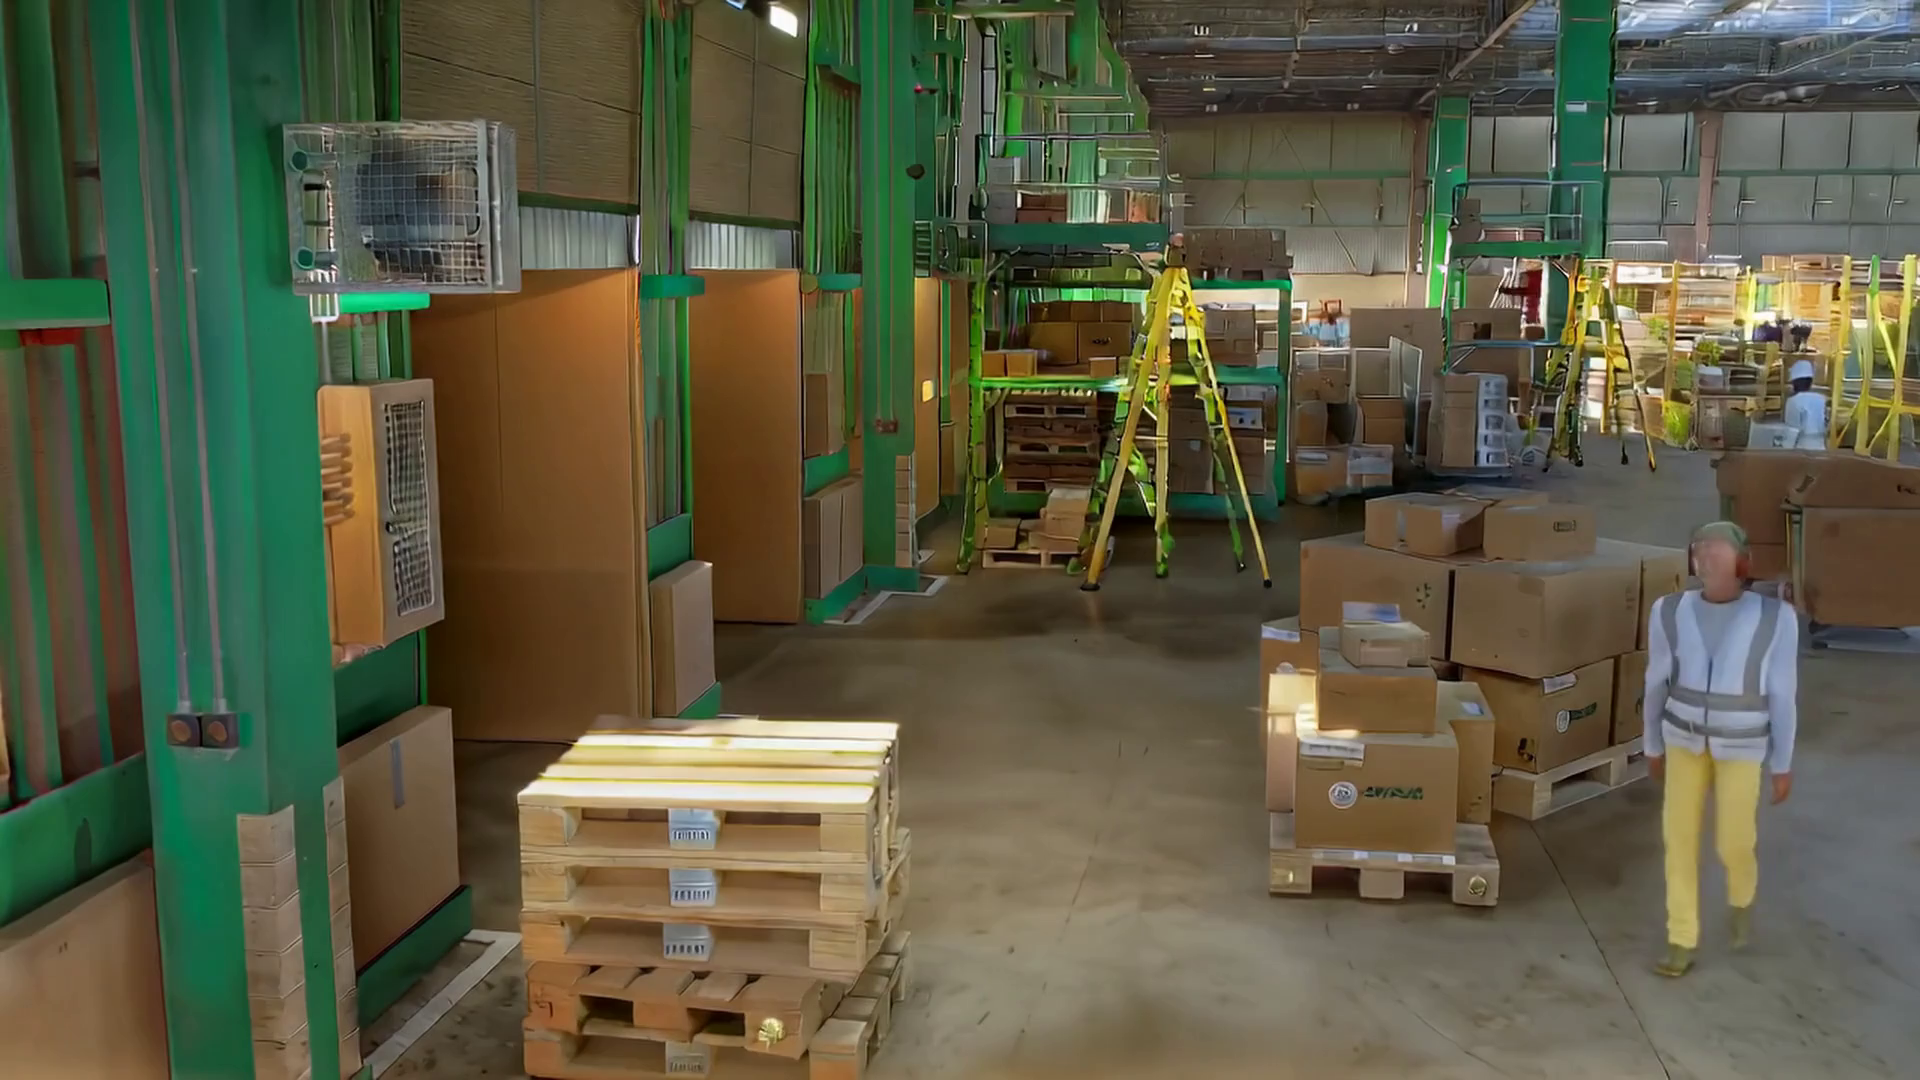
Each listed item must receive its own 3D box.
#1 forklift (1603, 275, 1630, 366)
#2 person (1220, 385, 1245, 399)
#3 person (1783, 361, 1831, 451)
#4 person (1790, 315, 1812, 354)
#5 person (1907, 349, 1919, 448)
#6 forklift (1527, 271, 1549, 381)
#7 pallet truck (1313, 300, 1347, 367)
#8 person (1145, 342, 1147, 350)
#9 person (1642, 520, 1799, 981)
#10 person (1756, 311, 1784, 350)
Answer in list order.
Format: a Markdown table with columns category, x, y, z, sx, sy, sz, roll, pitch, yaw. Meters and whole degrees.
| category | x | y | z | sx | sy | sz | roll | pitch | yaw |
| --- | --- | --- | --- | --- | --- | --- | --- | --- | --- |
| forklift | 17.759 | -6.098 | 46.377 | 1.873 | 2.768 | 1.129 | -3 | 10 | -17 |
| person | 5.750 | -3.566 | 34.738 | 0.642 | 1.589 | 0.573 | 0 | 9 | 0 |
| person | 8.632 | -0.870 | 17.092 | 0.585 | 1.918 | 0.380 | -5 | 10 | -28 |
| person | 22.756 | -5.277 | 45.078 | 0.531 | 1.662 | 0.847 | 3 | 10 | 17 |
| person | 15.494 | -2.342 | 26.747 | 0.335 | 1.735 | 0.484 | 5 | 10 | 28 |
| forklift | 14.697 | -5.355 | 41.795 | 1.873 | 2.768 | 1.129 | -5 | 11 | -30 |
| pallet truck | 11.159 | -6.200 | 49.718 | 0.823 | 1.965 | 1.885 | 4 | 10 | 26 |
| person | 3.756 | -3.702 | 35.317 | 0.535 | 1.670 | 0.780 | 3 | 10 | 20 |
| person | 3.061 | 0.837 | 6.722 | 0.598 | 1.865 | 0.540 | 8 | 12 | 40 |
| person | 18.490 | -4.268 | 38.012 | 0.657 | 1.925 | 0.453 | 0 | 9 | -2 |
